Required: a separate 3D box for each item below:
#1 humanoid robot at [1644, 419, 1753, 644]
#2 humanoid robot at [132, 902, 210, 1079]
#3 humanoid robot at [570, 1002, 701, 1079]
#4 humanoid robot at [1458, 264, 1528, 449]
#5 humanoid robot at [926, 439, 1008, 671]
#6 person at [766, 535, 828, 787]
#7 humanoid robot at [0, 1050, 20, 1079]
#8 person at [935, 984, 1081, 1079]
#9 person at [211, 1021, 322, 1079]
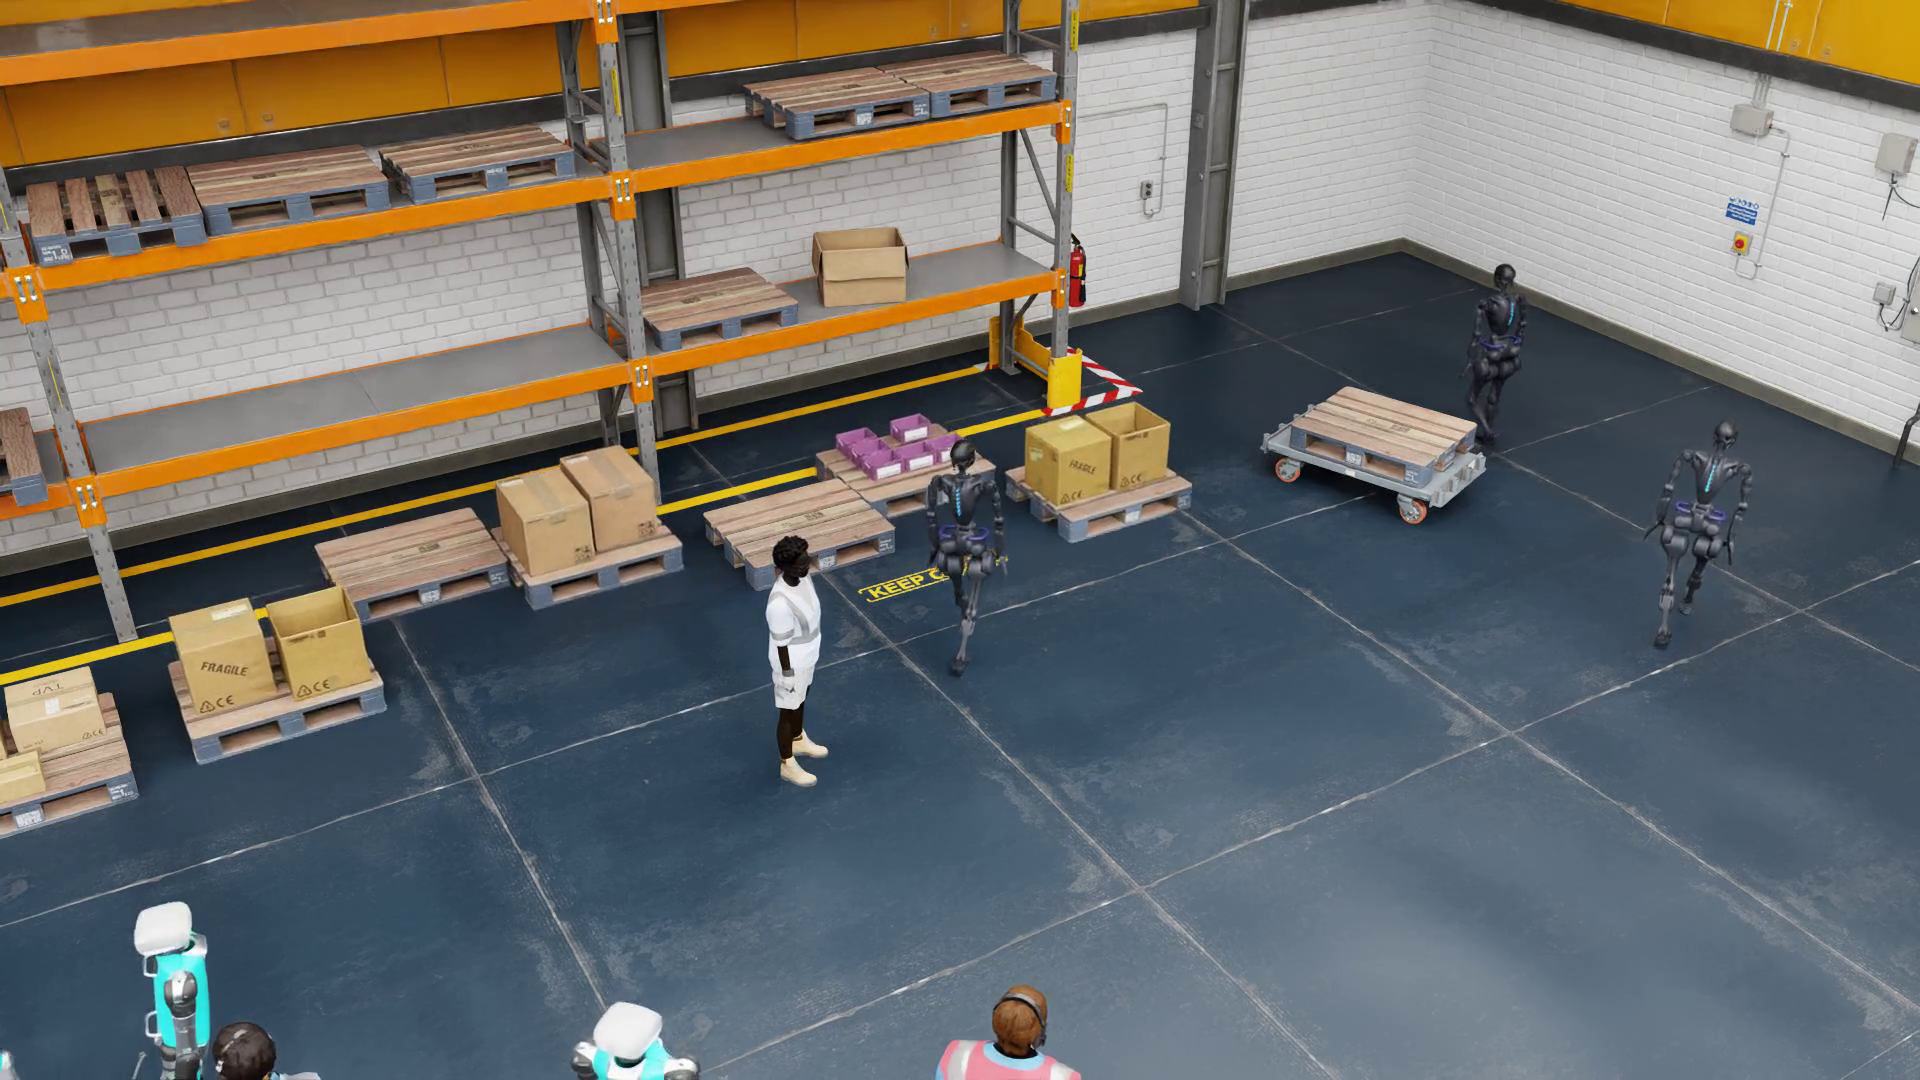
[{"bbox_3d":[5.187,-0.090,11.761,0.608,1.617,0.812,14,32,24],"label":"humanoid robot"},{"bbox_3d":[-3.551,2.448,7.252,0.810,1.879,0.553,-13,32,-22],"label":"humanoid robot"},{"bbox_3d":[-1.205,2.476,7.118,0.544,1.736,0.997,7,30,12],"label":"humanoid robot"},{"bbox_3d":[4.647,-1.561,14.309,0.606,1.640,0.430,-12,31,-19],"label":"humanoid robot"},{"bbox_3d":[0.048,0.058,11.492,0.586,1.624,0.792,8,30,14],"label":"humanoid robot"},{"bbox_3d":[-1.005,0.720,10.246,0.316,1.695,0.540,5,30,9],"label":"person"},{"bbox_3d":[-4.626,2.232,7.539,0.603,1.787,0.813,-5,30,-9],"label":"humanoid robot"},{"bbox_3d":[0.216,2.563,6.854,0.629,1.838,0.431,9,31,15],"label":"person"},{"bbox_3d":[-2.671,2.652,6.638,0.544,1.883,0.406,-18,34,-29],"label":"person"}]
